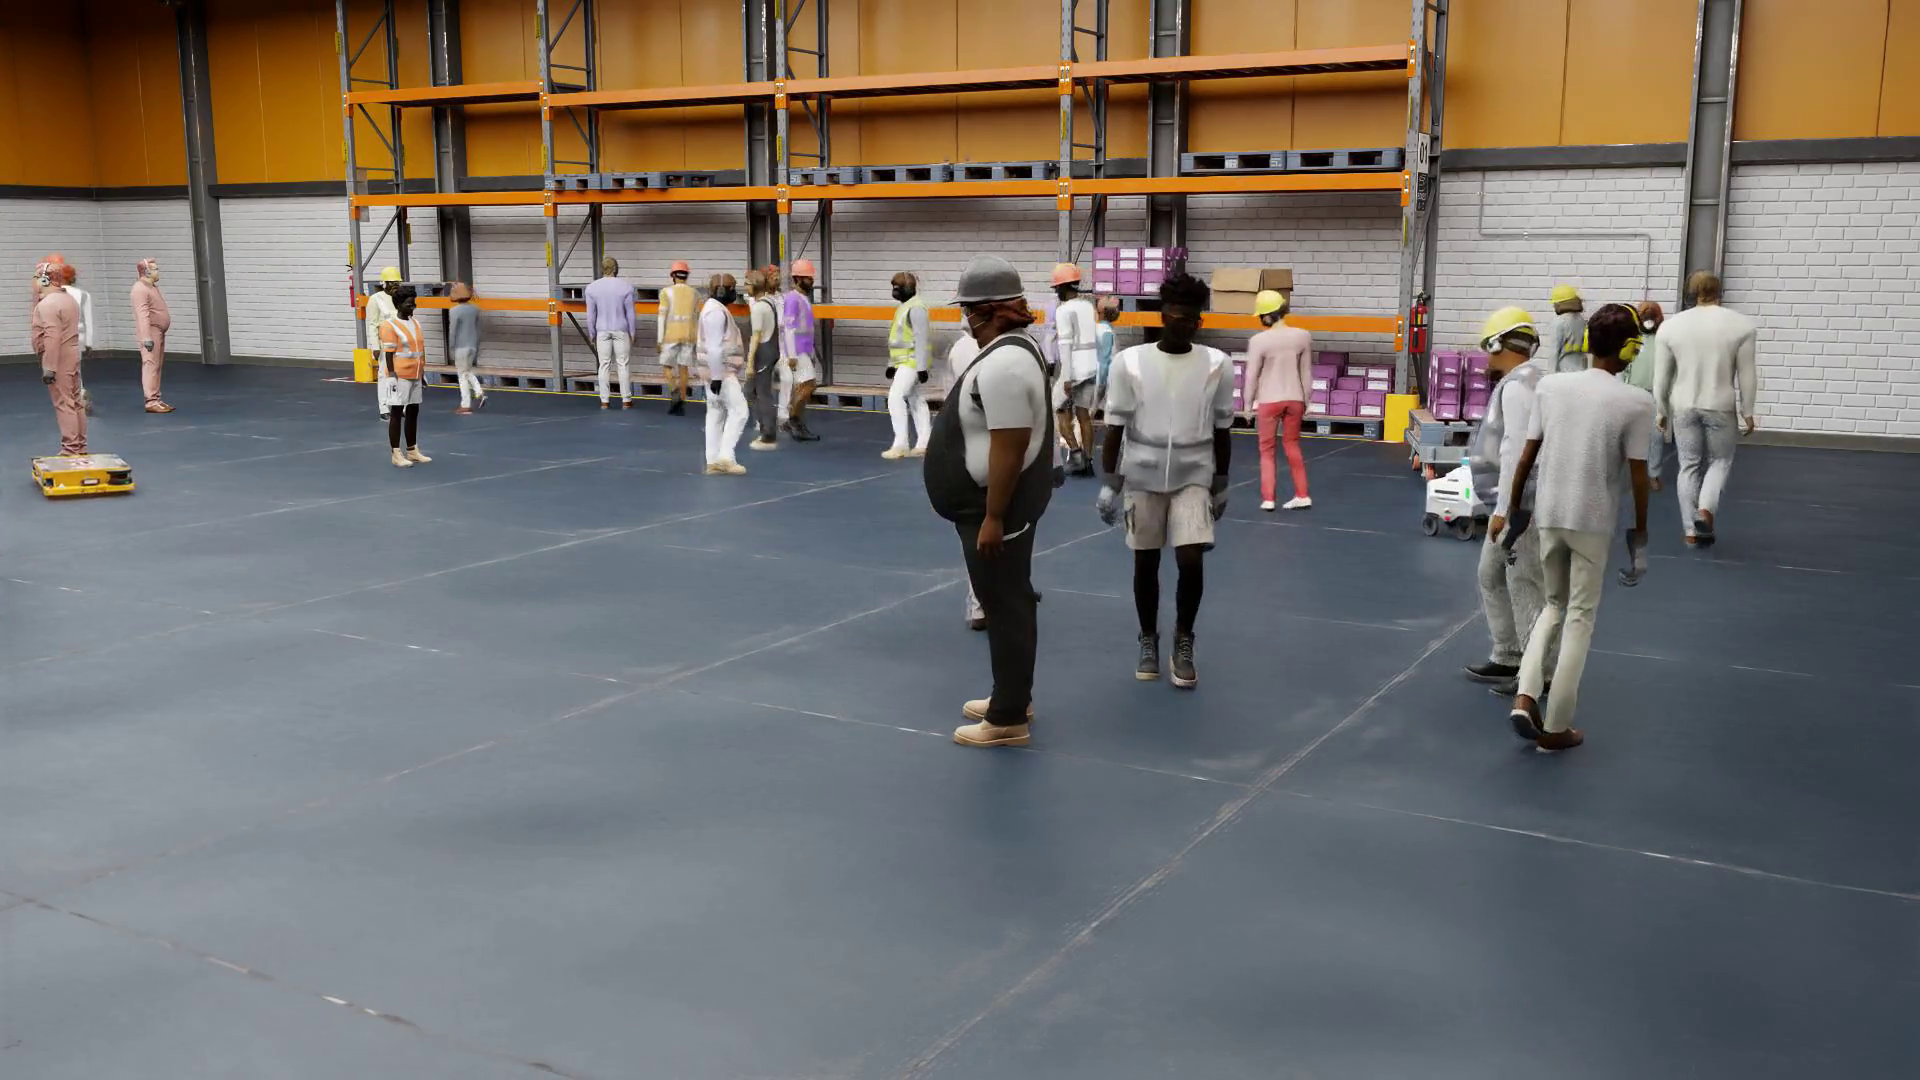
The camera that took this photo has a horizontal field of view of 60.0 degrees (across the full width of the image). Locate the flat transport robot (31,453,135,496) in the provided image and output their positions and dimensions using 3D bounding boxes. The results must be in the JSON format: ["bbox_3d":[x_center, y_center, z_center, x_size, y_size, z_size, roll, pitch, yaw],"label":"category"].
[{"bbox_3d":[-7.521,-0.570,14.232,0.652,0.197,1.431,-6,12,-32],"label":"flat transport robot"}]

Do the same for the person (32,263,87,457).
[{"bbox_3d":[-8.648,-1.687,15.928,0.400,1.910,0.643,-2,10,-9],"label":"person"}]

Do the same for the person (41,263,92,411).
[{"bbox_3d":[-10.907,-2.454,20.388,0.720,1.866,0.604,8,13,39],"label":"person"}]

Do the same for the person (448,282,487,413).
[{"bbox_3d":[-6.141,-2.373,20.587,0.362,1.621,0.517,5,11,24],"label":"person"}]

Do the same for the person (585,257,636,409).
[{"bbox_3d":[-4.423,-2.623,21.153,0.627,1.934,0.370,0,10,-2],"label":"person"}]

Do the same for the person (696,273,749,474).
[{"bbox_3d":[-2.105,-1.490,15.037,0.537,1.825,0.659,-2,10,-9],"label":"person"}]

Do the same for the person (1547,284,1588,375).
[{"bbox_3d":[5.638,-1.520,15.500,0.535,1.716,0.404,-6,12,-30],"label":"person"}]

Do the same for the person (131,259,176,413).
[{"bbox_3d":[-10.071,-2.543,20.776,0.409,1.906,0.651,-3,10,-15],"label":"person"}]

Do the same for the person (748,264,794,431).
[{"bbox_3d":[-2.083,-2.123,18.513,0.618,1.863,0.578,9,13,41],"label":"person"}]

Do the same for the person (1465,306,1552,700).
[{"bbox_3d":[2.552,-0.168,7.653,0.408,1.795,0.642,3,10,15],"label":"person"}]

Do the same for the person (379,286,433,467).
[{"bbox_3d":[-5.227,-1.538,15.688,0.319,1.693,0.532,3,11,19],"label":"person"}]

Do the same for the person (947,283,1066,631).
[{"bbox_3d":[0.315,-0.469,9.133,0.872,1.874,0.661,-10,14,-43],"label":"person"}]

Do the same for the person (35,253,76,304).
[{"bbox_3d":[-13.337,-3.246,24.579,0.606,1.977,0.614,7,12,33],"label":"person"}]

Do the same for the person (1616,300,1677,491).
[{"bbox_3d":[5.830,-1.222,14.107,0.541,1.606,0.610,4,11,20],"label":"person"}]

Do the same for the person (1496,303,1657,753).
[{"bbox_3d":[2.504,-0.034,6.760,0.432,1.839,0.576,-9,14,-42],"label":"person"}]

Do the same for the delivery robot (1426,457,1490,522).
[{"bbox_3d":[3.638,-0.350,11.915,0.477,0.478,0.707,9,13,40],"label":"delivery robot"}]

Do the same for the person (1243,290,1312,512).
[{"bbox_3d":[2.471,-1.062,12.910,0.553,1.726,0.347,-3,11,-18],"label":"person"}]

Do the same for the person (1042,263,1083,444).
[{"bbox_3d":[0.978,-1.953,17.465,0.679,1.905,0.586,4,11,20],"label":"person"}]

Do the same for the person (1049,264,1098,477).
[{"bbox_3d":[1.021,-1.503,14.896,0.481,1.910,0.553,9,13,41],"label":"person"}]

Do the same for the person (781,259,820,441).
[{"bbox_3d":[-1.652,-1.992,17.591,0.400,1.926,0.567,2,10,11],"label":"person"}]

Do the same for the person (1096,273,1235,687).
[{"bbox_3d":[0.956,-0.268,7.784,0.637,1.935,0.620,1,10,7],"label":"person"}]

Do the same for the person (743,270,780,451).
[{"bbox_3d":[-2.046,-1.805,16.804,0.440,1.830,0.546,1,10,4],"label":"person"}]

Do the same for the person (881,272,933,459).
[{"bbox_3d":[-0.561,-1.695,16.220,0.681,1.815,0.635,-1,10,-8],"label":"person"}]

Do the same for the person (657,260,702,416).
[{"bbox_3d":[-3.432,-2.458,20.305,0.590,1.902,0.514,-5,11,-27],"label":"person"}]

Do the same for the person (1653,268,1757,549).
[{"bbox_3d":[5.054,-0.882,11.325,0.656,1.923,0.469,5,11,28],"label":"person"}]

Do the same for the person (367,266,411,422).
[{"bbox_3d":[-6.708,-2.319,19.718,0.403,1.830,0.601,6,12,32],"label":"person"}]

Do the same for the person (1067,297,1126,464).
[{"bbox_3d":[1.416,-1.491,15.703,0.861,1.593,0.515,-1,10,-7],"label":"person"}]

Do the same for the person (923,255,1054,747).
[{"bbox_3d":[0.116,-0.167,6.943,0.535,2.000,0.687,1,10,7],"label":"person"}]
